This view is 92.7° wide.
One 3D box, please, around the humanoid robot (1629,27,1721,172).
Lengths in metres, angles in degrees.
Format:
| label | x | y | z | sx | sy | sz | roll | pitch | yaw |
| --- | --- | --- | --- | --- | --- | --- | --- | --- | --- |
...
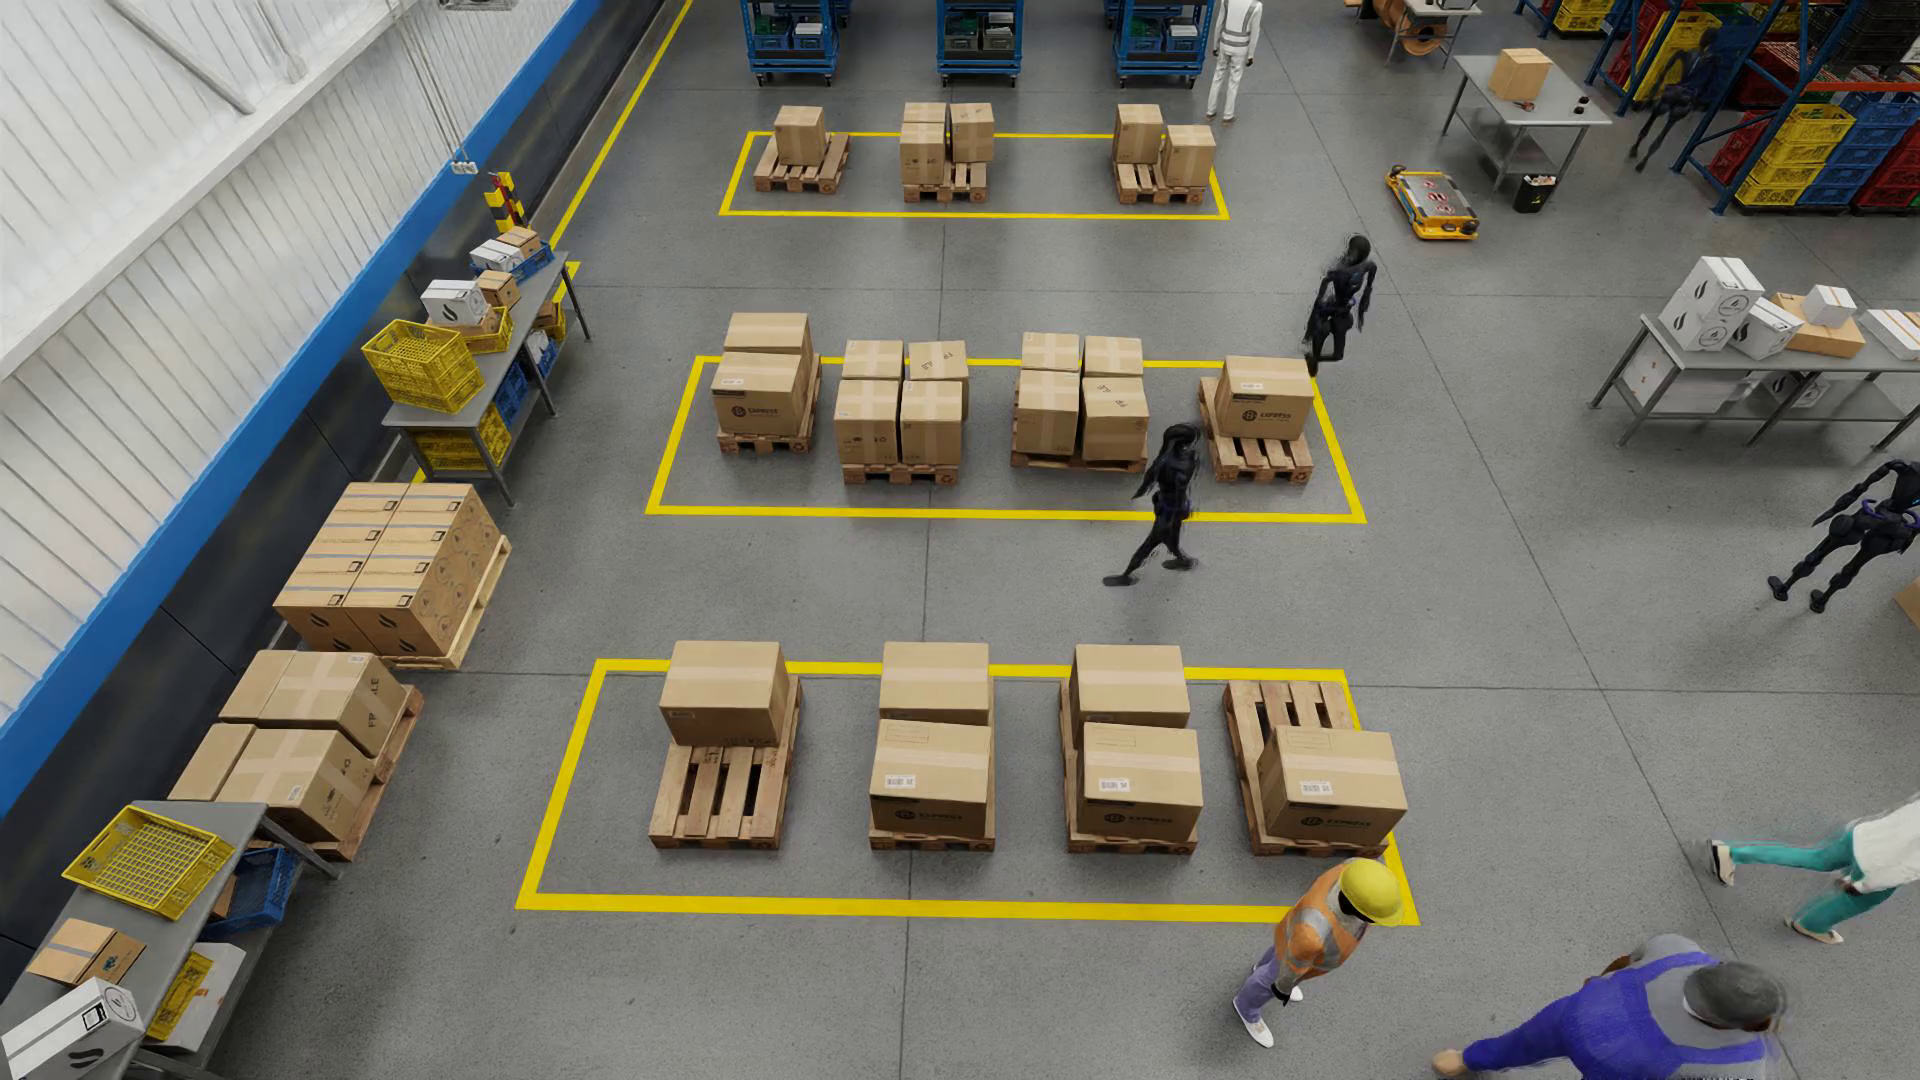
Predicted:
| label | x | y | z | sx | sy | sz | roll | pitch | yaw |
| --- | --- | --- | --- | --- | --- | --- | --- | --- | --- |
| humanoid robot | 8.859 | -5.487 | 11.369 | 0.561 | 1.624 | 0.719 | 29 | 55 | 23 |

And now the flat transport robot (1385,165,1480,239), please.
| label | x | y | z | sx | sy | sz | roll | pitch | yaw |
| --- | --- | --- | --- | --- | --- | --- | --- | --- | --- |
| flat transport robot | 5.692 | -4.094 | 11.059 | 0.652 | 0.197 | 1.431 | 1 | 49 | 1 |

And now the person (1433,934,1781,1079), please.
| label | x | y | z | sx | sy | sz | roll | pitch | yaw |
| --- | --- | --- | --- | --- | --- | --- | --- | --- | --- |
| person | 3.142 | 2.368 | 4.313 | 0.827 | 2.000 | 0.687 | -2 | 49 | -2 |

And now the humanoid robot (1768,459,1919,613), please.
| label | x | y | z | sx | sy | sz | roll | pitch | yaw |
| --- | --- | --- | --- | --- | --- | --- | --- | --- | --- |
| humanoid robot | 6.687 | -0.114 | 6.697 | 0.572 | 1.652 | 0.316 | 21 | 52 | 17 |

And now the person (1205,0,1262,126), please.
| label | x | y | z | sx | sy | sz | roll | pitch | yaw |
| --- | --- | --- | --- | --- | --- | --- | --- | --- | --- |
| person | 3.599 | -6.444 | 12.045 | 0.584 | 1.879 | 0.341 | 30 | 56 | 24 |

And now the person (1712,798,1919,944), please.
| label | x | y | z | sx | sy | sz | roll | pitch | yaw |
| --- | --- | --- | --- | --- | --- | --- | --- | --- | --- |
| person | 5.020 | 1.710 | 5.078 | 0.743 | 1.733 | 0.526 | 23 | 53 | 19 |

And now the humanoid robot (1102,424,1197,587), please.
| label | x | y | z | sx | sy | sz | roll | pitch | yaw |
| --- | --- | --- | --- | --- | --- | --- | --- | --- | --- |
| humanoid robot | 1.544 | -0.248 | 6.846 | 0.747 | 1.627 | 0.602 | 1 | 49 | 1 |

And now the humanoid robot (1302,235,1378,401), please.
| label | x | y | z | sx | sy | sz | roll | pitch | yaw |
| --- | --- | --- | --- | --- | --- | --- | --- | --- | --- |
| humanoid robot | 3.411 | -2.058 | 8.382 | 0.590 | 1.650 | 0.429 | -12 | 50 | -10 |

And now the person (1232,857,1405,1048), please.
| label | x | y | z | sx | sy | sz | roll | pitch | yaw |
| --- | --- | --- | --- | --- | --- | --- | --- | --- | --- |
| person | 1.788 | 2.063 | 4.650 | 0.585 | 1.928 | 0.367 | -37 | 58 | -28 |
